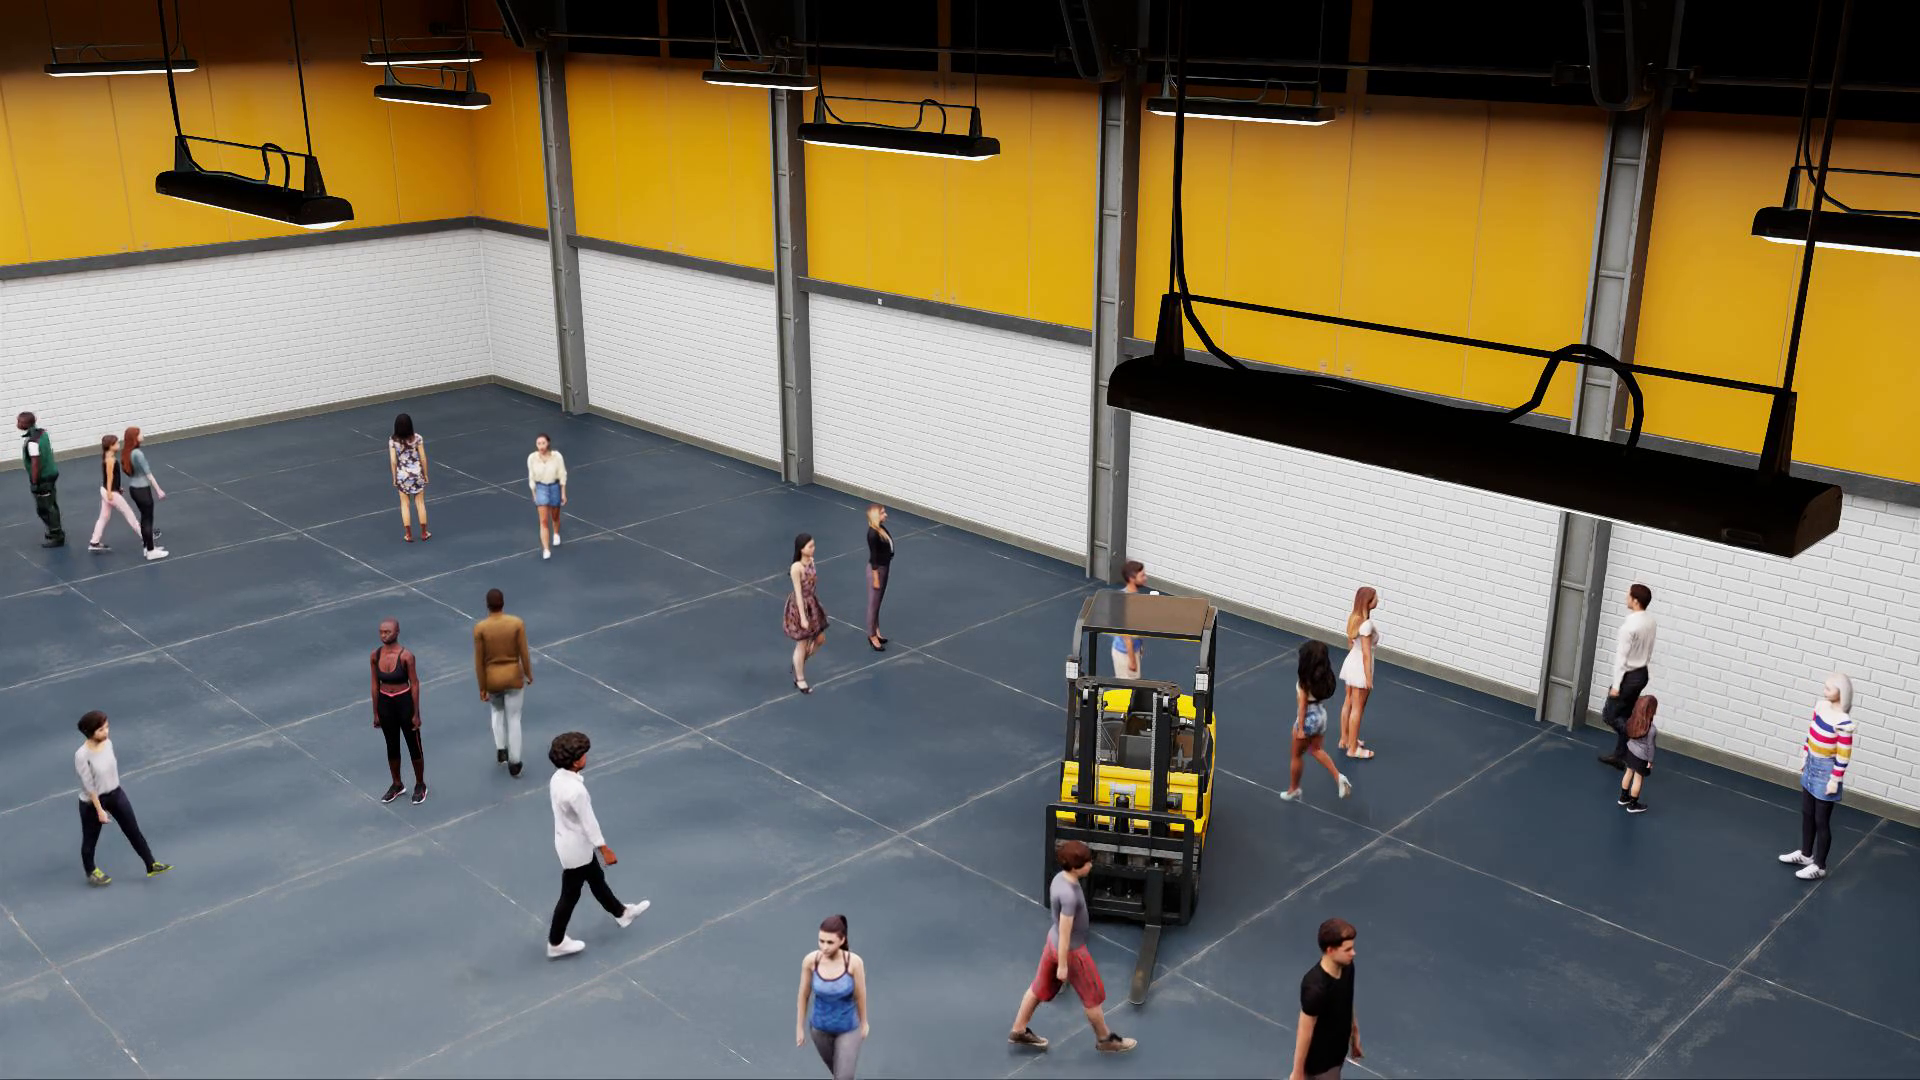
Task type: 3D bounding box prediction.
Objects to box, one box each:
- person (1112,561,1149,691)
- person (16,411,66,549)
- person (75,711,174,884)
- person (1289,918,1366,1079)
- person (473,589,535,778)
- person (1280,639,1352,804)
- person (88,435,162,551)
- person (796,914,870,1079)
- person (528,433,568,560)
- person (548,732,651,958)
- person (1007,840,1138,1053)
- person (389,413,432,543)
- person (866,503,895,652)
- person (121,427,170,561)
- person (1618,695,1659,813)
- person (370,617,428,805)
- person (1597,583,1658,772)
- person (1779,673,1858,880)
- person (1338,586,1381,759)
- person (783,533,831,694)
[{"bbox_3d":[1.618,1.067,16.134,0.776,1.864,0.744,4,19,11],"label":"person"},{"bbox_3d":[-12.028,-0.825,21.807,0.894,1.830,0.757,-1,19,-2],"label":"person"},{"bbox_3d":[-7.074,2.115,13.558,1.051,1.522,0.854,6,19,16],"label":"person"},{"bbox_3d":[2.150,3.109,10.138,1.145,1.821,0.826,13,22,33],"label":"person"},{"bbox_3d":[-4.222,1.347,15.403,0.808,1.801,0.858,-4,19,-10],"label":"person"},{"bbox_3d":[3.180,1.656,14.787,0.905,1.609,0.624,14,23,35],"label":"person"},{"bbox_3d":[-11.067,-0.561,21.537,0.688,1.502,1.063,-13,23,-34],"label":"person"},{"bbox_3d":[-0.777,3.079,10.619,1.063,1.571,1.001,4,19,12],"label":"person"},{"bbox_3d":[-5.304,-0.604,21.532,1.056,1.586,1.224,-3,19,-9],"label":"person"},{"bbox_3d":[-2.961,2.331,12.531,0.931,1.769,1.095,-9,21,-25],"label":"person"},{"bbox_3d":[0.647,2.810,11.363,1.139,1.606,1.100,0,19,-1],"label":"person"},{"bbox_3d":[-7.268,-0.829,21.969,0.665,1.734,0.663,-6,20,-18],"label":"person"},{"bbox_3d":[-0.928,0.391,18.445,0.708,1.672,0.677,3,19,8],"label":"person"},{"bbox_3d":[-10.470,-0.586,21.240,0.525,1.739,0.653,17,25,40],"label":"person"},{"bbox_3d":[6.078,1.887,14.886,0.588,1.107,0.495,-5,19,-15],"label":"person"},{"bbox_3d":[-5.045,1.516,14.968,0.660,1.758,0.736,2,19,5],"label":"person"},{"bbox_3d":[6.274,1.331,15.366,0.716,1.854,0.831,-14,23,-36],"label":"person"},{"bbox_3d":[7.108,1.924,13.677,0.763,1.808,0.686,-1,19,-3],"label":"person"},{"bbox_3d":[3.807,1.240,15.884,0.731,1.696,0.662,-2,19,-5],"label":"person"},{"bbox_3d":[-1.693,0.760,17.208,0.795,1.761,0.741,9,20,24],"label":"person"}]
